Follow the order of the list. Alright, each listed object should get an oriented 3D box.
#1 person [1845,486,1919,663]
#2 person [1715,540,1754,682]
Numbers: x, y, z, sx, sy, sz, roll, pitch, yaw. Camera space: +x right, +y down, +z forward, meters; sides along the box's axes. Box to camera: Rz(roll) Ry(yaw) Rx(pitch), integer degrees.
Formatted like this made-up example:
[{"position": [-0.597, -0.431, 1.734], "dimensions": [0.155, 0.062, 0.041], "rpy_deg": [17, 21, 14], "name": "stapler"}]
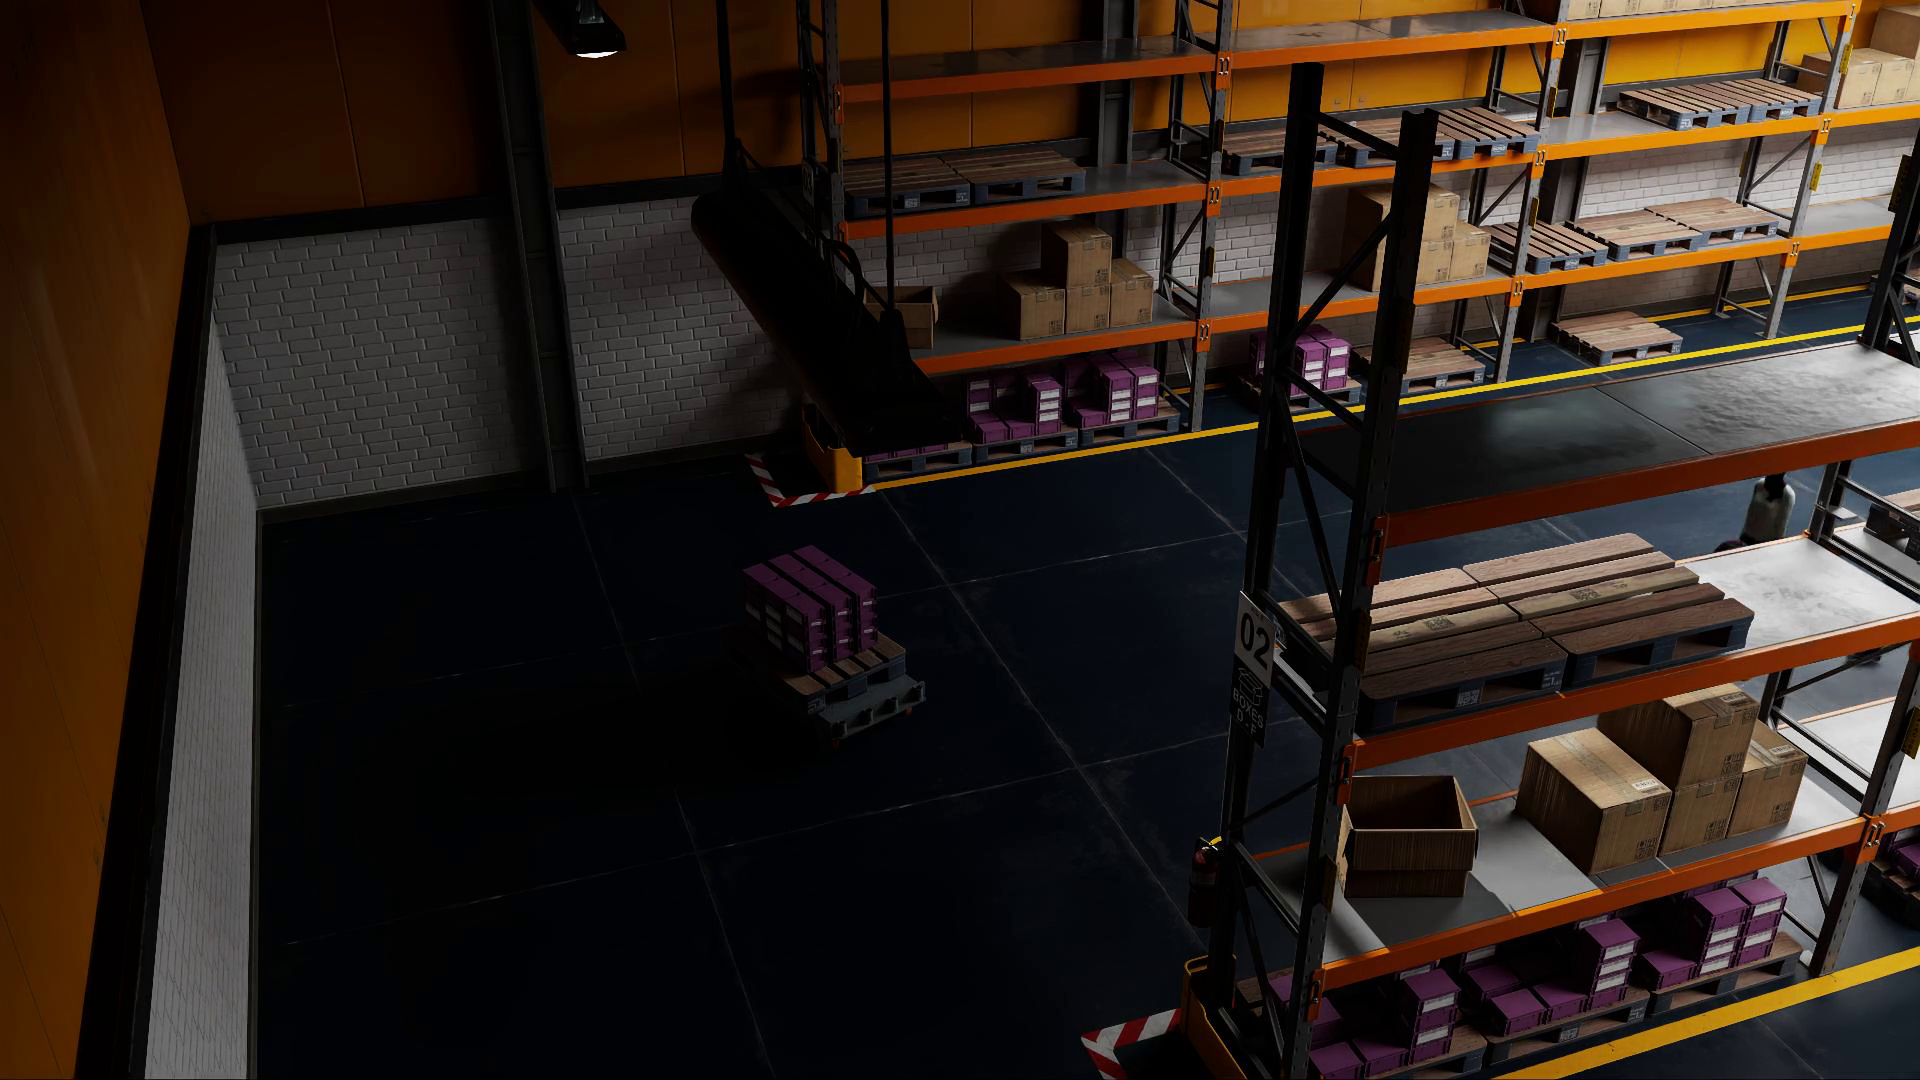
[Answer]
[{"position": [7.969, 0.267, 13.776], "dimensions": [1.083, 1.801, 0.820], "rpy_deg": [-3, 29, -5], "name": "person"}, {"position": [5.471, 0.935, 12.394], "dimensions": [1.065, 1.949, 0.876], "rpy_deg": [-14, 32, -24], "name": "person"}]
